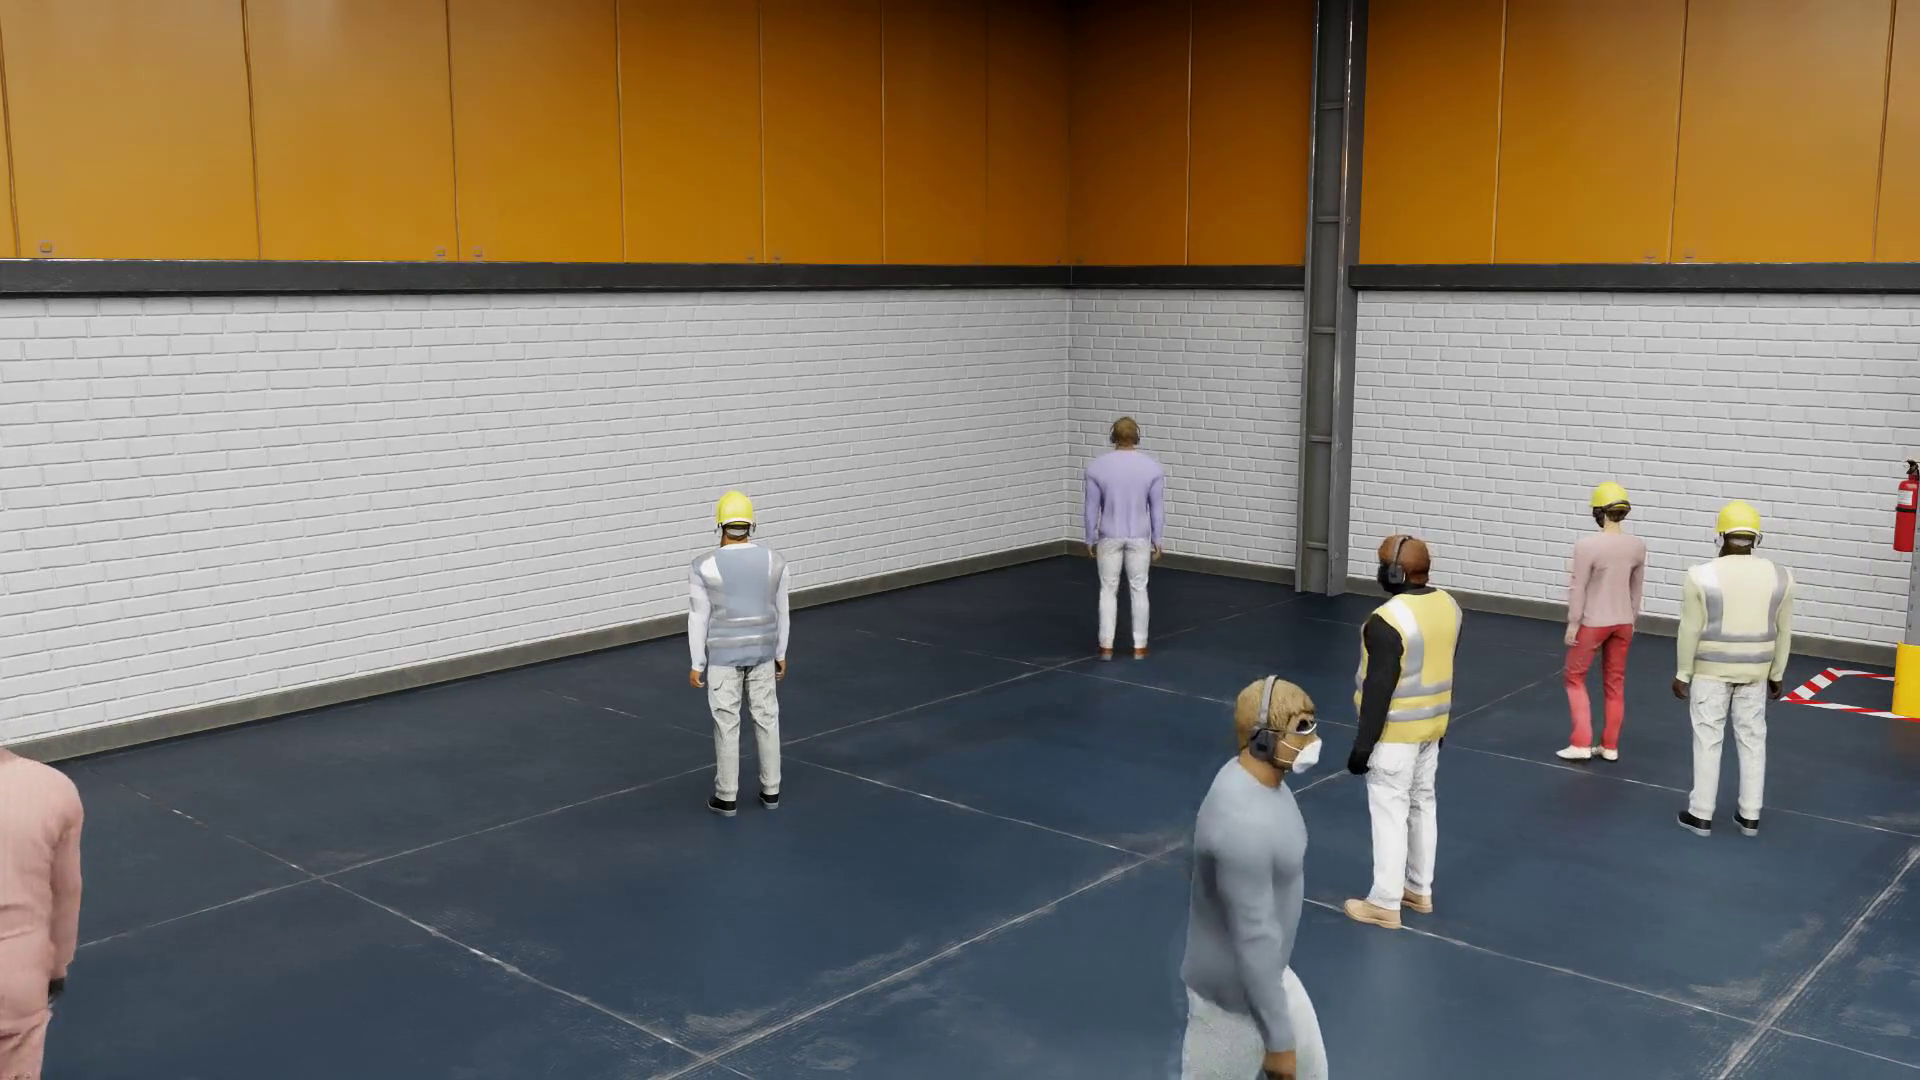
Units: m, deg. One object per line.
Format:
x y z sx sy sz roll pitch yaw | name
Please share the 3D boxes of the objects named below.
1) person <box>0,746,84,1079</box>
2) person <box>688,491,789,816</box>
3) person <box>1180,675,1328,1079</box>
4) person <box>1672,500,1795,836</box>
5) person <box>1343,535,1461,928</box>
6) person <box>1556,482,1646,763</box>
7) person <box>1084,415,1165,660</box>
-2.941 1.324 4.935 0.673 1.868 0.536 -9 13 -44 | person
-1.249 0.637 9.363 0.592 1.834 0.404 -4 10 -25 | person
0.938 1.327 4.877 0.987 1.882 0.647 3 10 19 | person
4.164 0.695 9.007 0.600 1.829 0.404 0 9 2 | person
2.056 0.888 7.775 0.653 1.840 0.429 -8 12 -43 | person
3.987 0.518 10.330 0.548 1.760 0.343 -3 10 -18 | person
1.295 -0.013 13.115 0.634 1.937 0.359 1 9 3 | person
